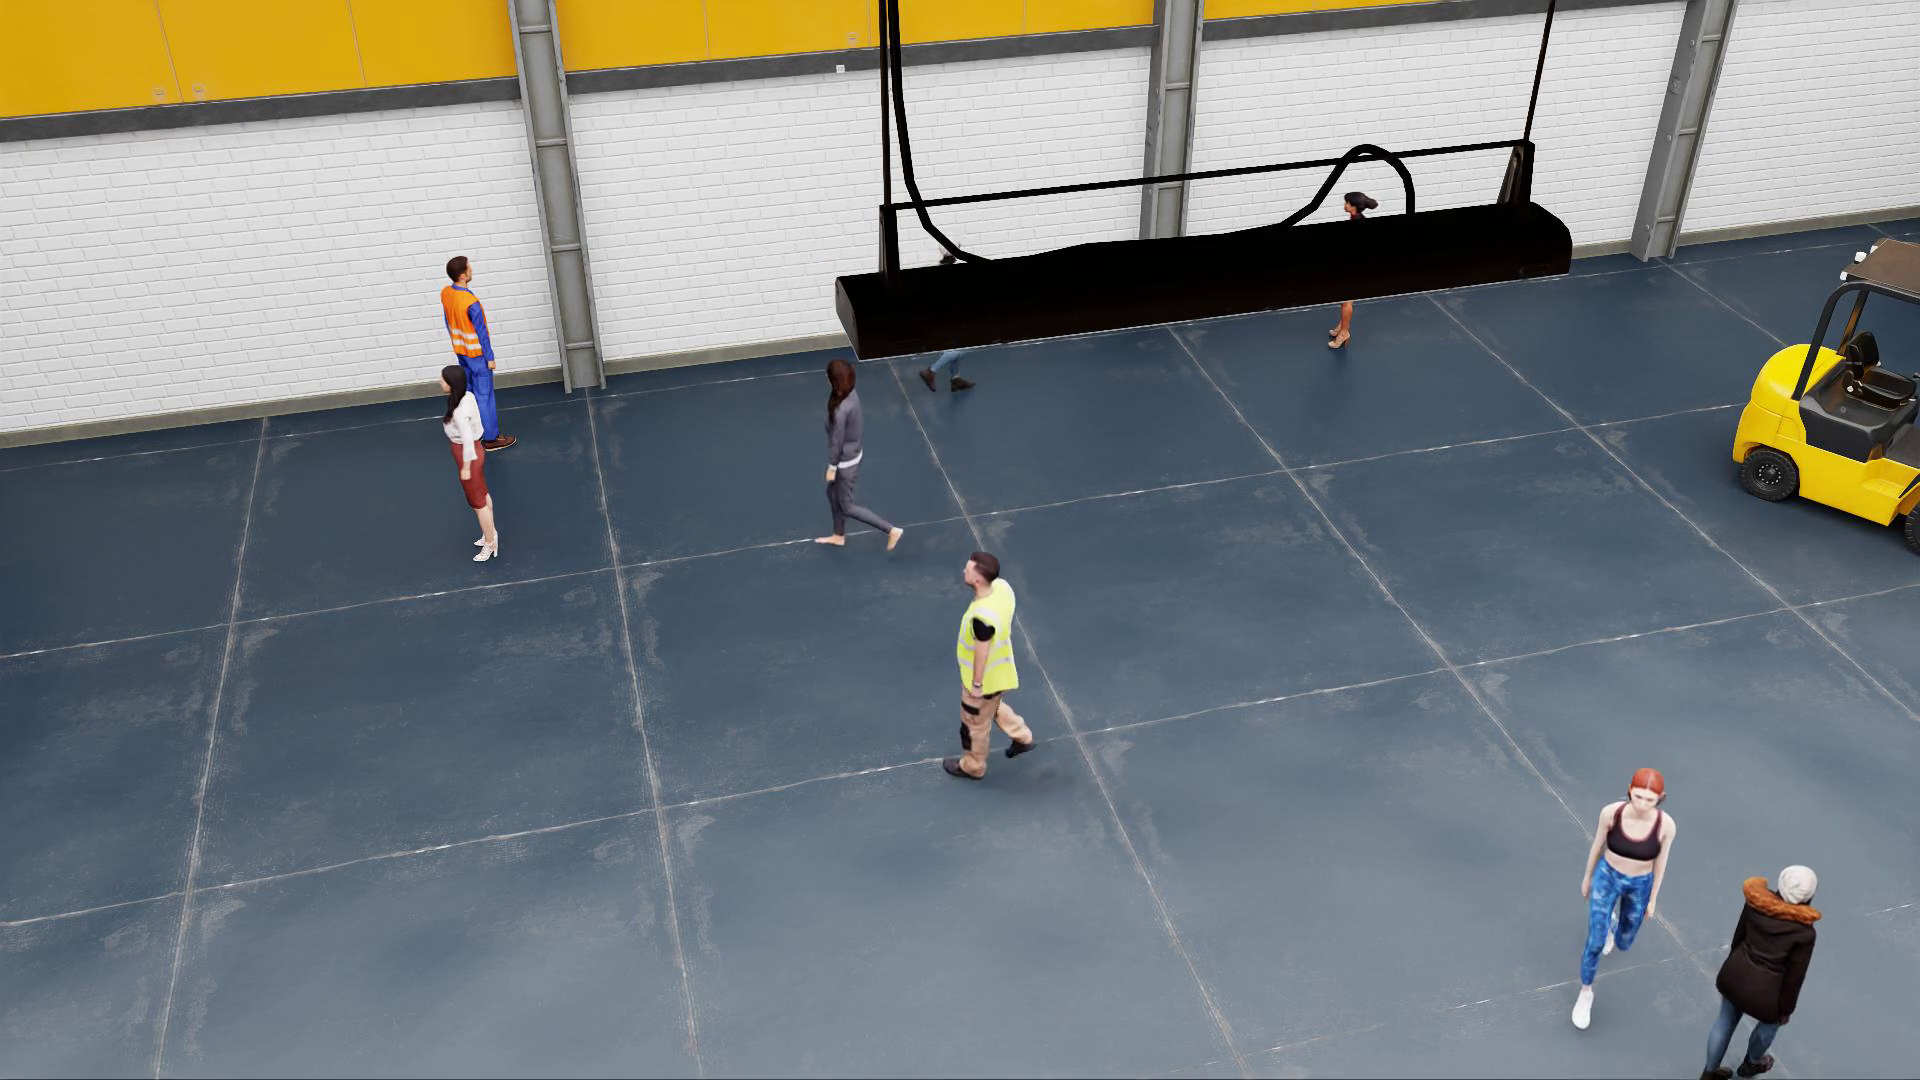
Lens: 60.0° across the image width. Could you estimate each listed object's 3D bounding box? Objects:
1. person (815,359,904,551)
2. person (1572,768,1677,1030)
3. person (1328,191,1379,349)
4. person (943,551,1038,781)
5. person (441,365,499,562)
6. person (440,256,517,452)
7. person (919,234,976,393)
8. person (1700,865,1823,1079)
[{"bbox_3d":[-0.839,-0.642,13.470,1.057,1.747,0.799,2,34,3],"label":"person"},{"bbox_3d":[3.790,1.964,9.528,0.982,1.770,0.970,12,36,18],"label":"person"},{"bbox_3d":[3.884,-2.720,16.693,0.745,1.640,0.697,8,34,12],"label":"person"},{"bbox_3d":[0.228,0.872,11.116,1.015,1.832,0.923,9,35,13],"label":"person"},{"bbox_3d":[-3.960,-0.628,13.447,0.529,1.750,0.611,-5,34,-8],"label":"person"},{"bbox_3d":[-4.375,-1.685,14.933,0.795,1.864,0.816,24,41,32],"label":"person"},{"bbox_3d":[-0.138,-2.118,15.786,0.828,1.640,0.628,-12,35,-17],"label":"person"},{"bbox_3d":[4.271,2.410,8.992,0.811,1.622,0.742,-18,38,-25],"label":"person"}]
